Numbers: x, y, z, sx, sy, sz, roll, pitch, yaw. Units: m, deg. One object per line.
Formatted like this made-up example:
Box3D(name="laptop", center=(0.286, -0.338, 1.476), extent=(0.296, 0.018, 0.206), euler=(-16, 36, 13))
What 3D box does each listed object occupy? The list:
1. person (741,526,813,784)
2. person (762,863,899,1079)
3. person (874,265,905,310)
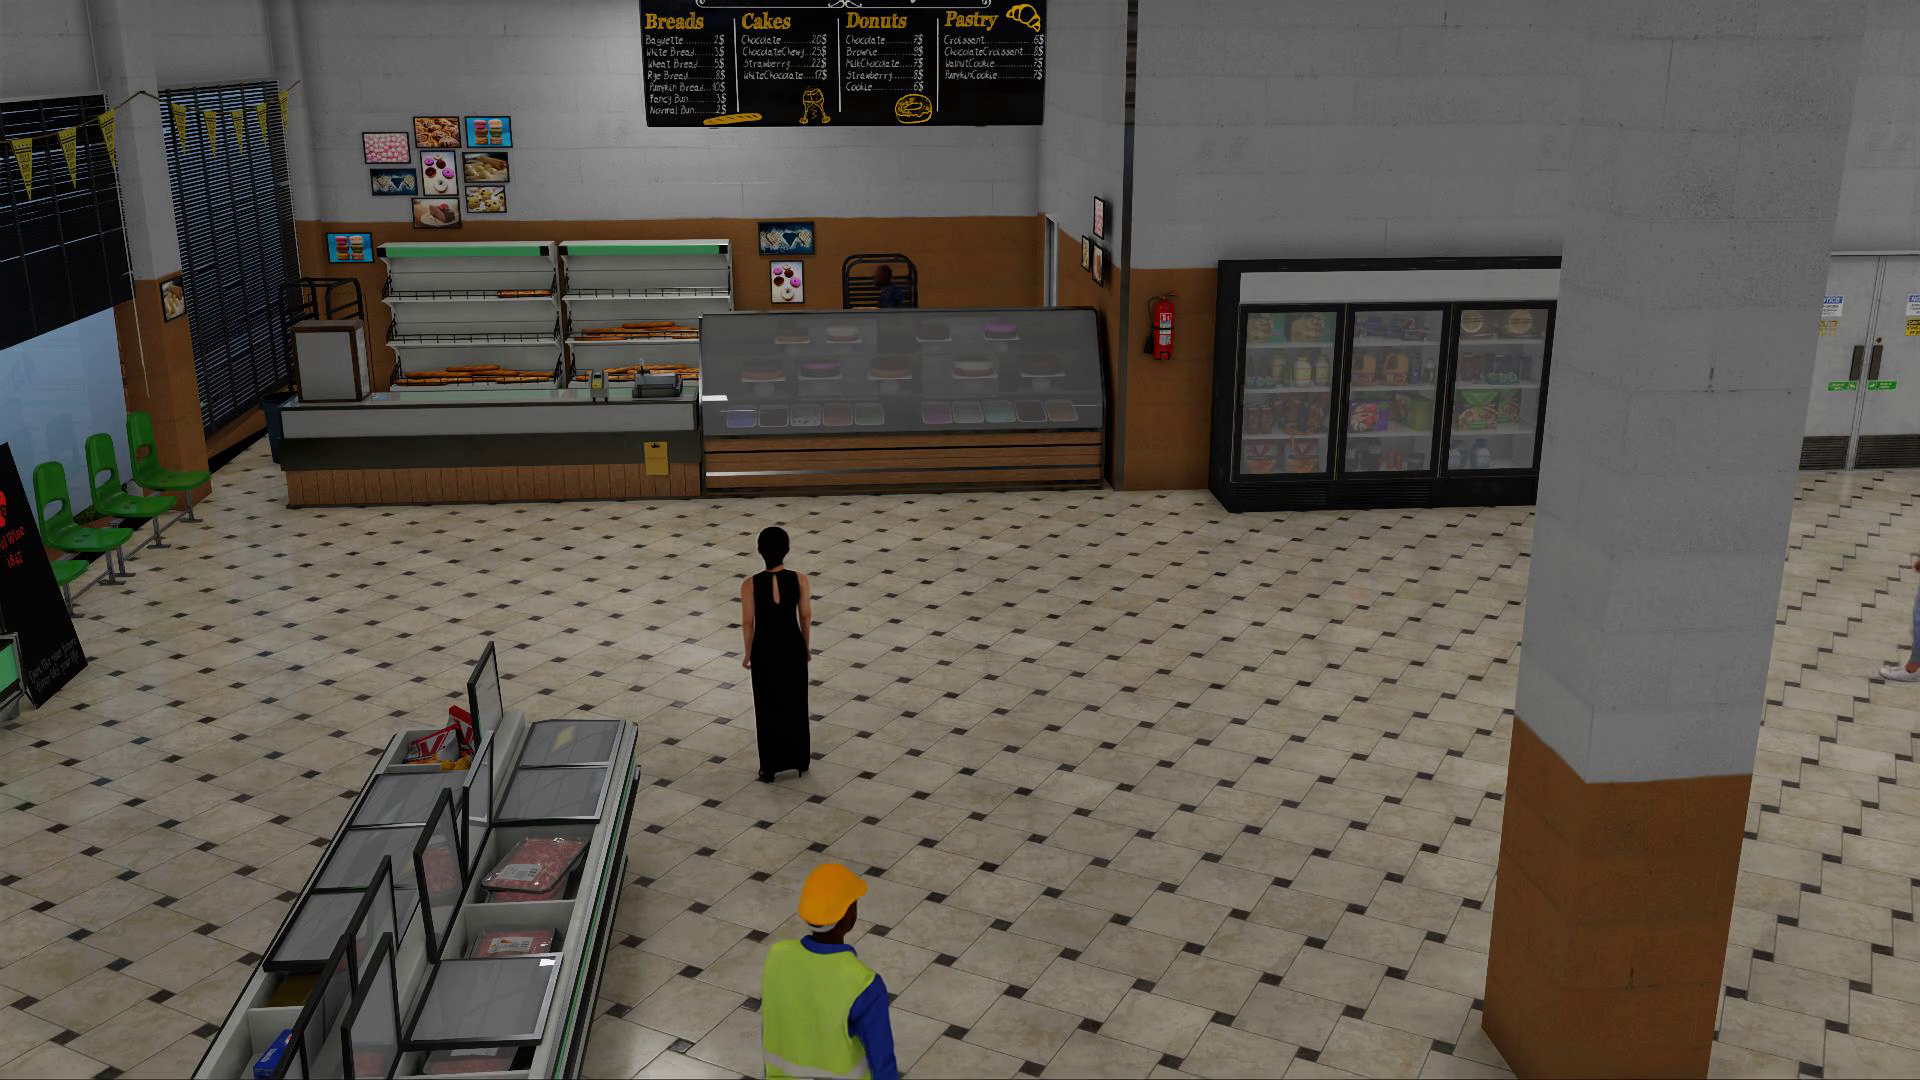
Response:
Box3D(name="person", center=(-1.099, 0.694, 10.057), extent=(0.618, 1.604, 0.574), euler=(-5, 18, -16))
Box3D(name="person", center=(-0.459, 1.932, 5.626), extent=(0.745, 1.809, 0.751), euler=(8, 19, 24))
Box3D(name="person", center=(-0.744, -2.335, 19.689), extent=(0.916, 1.802, 0.945), euler=(4, 17, 14))
